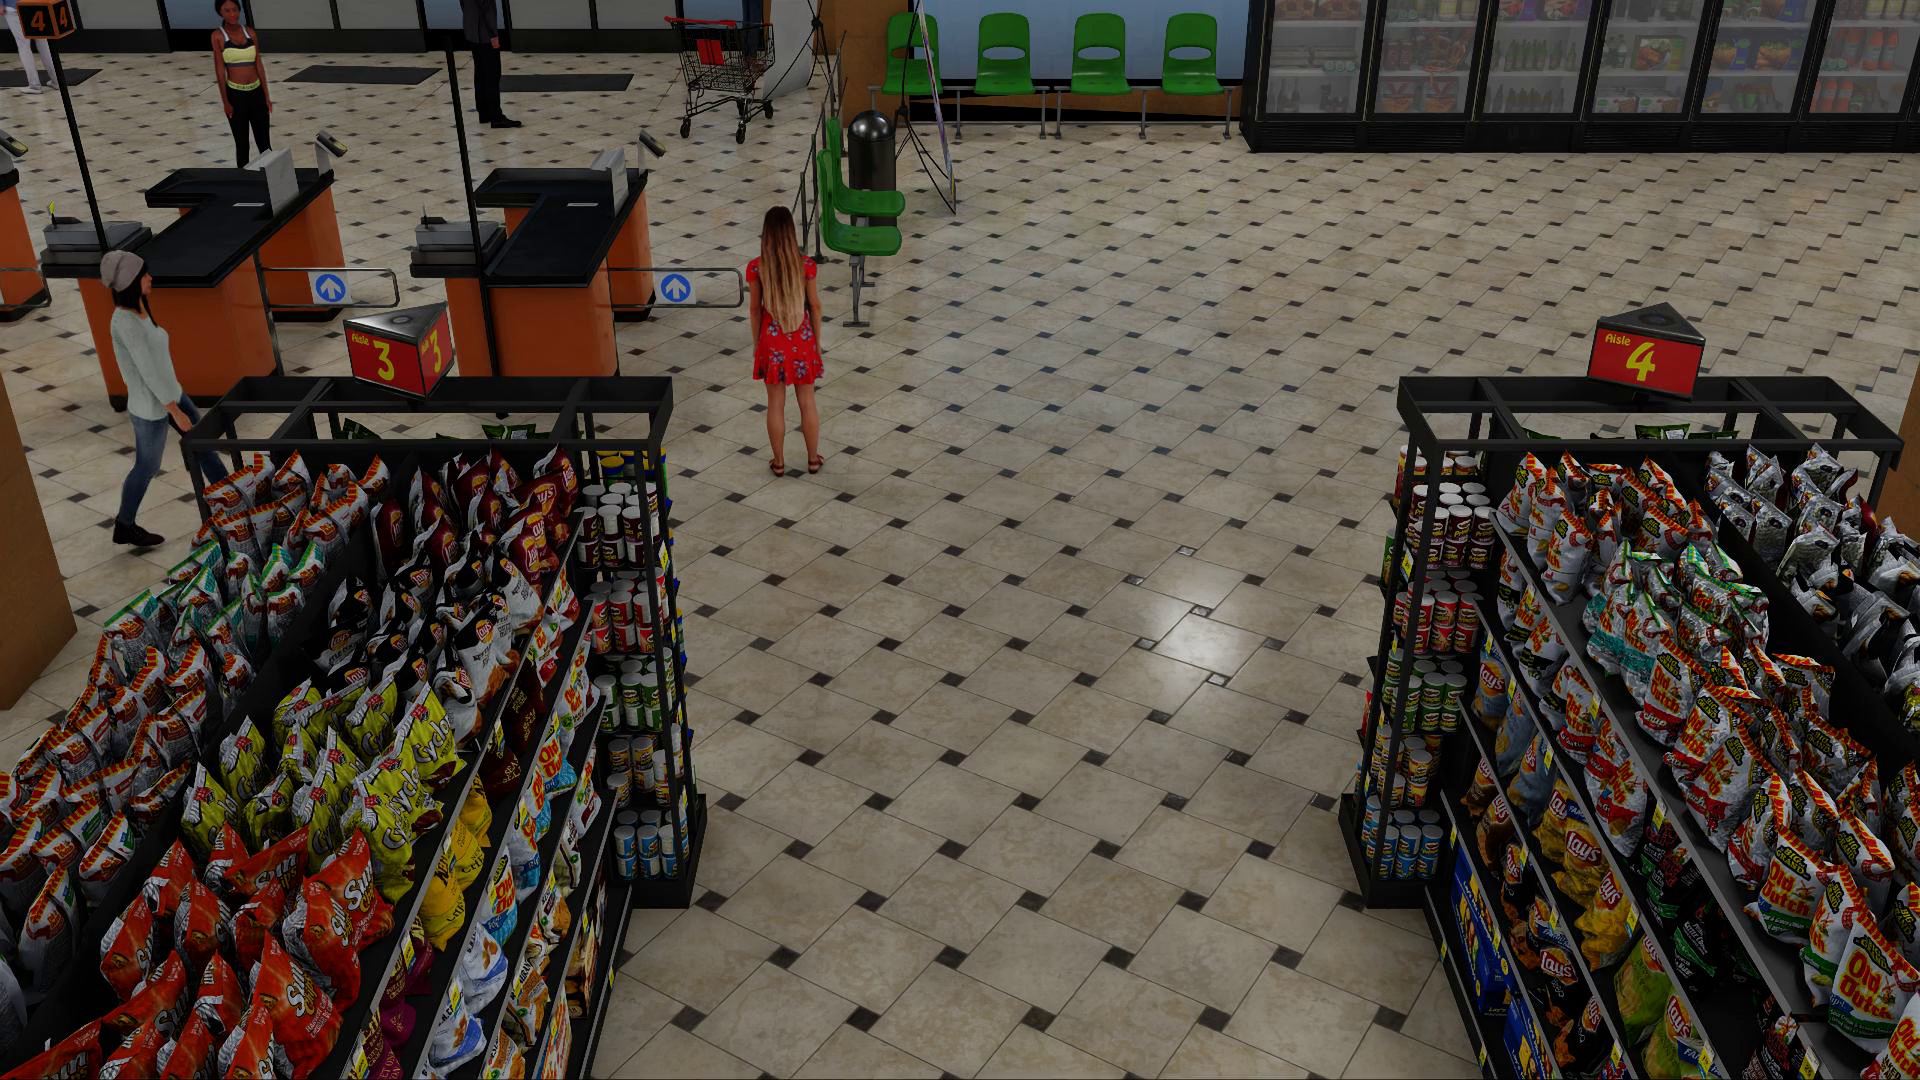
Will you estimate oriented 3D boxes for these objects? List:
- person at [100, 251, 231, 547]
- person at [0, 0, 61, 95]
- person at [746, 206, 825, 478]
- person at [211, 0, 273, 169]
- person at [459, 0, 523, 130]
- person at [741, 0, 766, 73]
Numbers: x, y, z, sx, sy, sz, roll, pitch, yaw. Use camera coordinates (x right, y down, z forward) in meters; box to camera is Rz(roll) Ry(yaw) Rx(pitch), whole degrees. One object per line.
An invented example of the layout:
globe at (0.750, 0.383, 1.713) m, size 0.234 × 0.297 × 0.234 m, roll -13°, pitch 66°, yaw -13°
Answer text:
person at (-4.228, -0.676, 8.607) m, size 0.792 × 1.610 × 1.064 m, roll -7°, pitch 29°, yaw -12°
person at (-9.850, -5.655, 17.436) m, size 0.802 × 1.887 × 0.691 m, roll 16°, pitch 33°, yaw 27°
person at (-0.987, -1.111, 9.421) m, size 0.574 × 1.592 × 0.551 m, roll -2°, pitch 29°, yaw -4°
person at (-6.015, -3.698, 13.990) m, size 0.640 × 1.755 × 0.696 m, roll -24°, pitch 37°, yaw -37°
person at (-4.666, -4.985, 16.257) m, size 0.864 × 1.842 × 0.775 m, roll -21°, pitch 35°, yaw -33°
person at (-2.316, -6.109, 18.369) m, size 0.734 × 1.790 × 0.620 m, roll -15°, pitch 32°, yaw -26°
